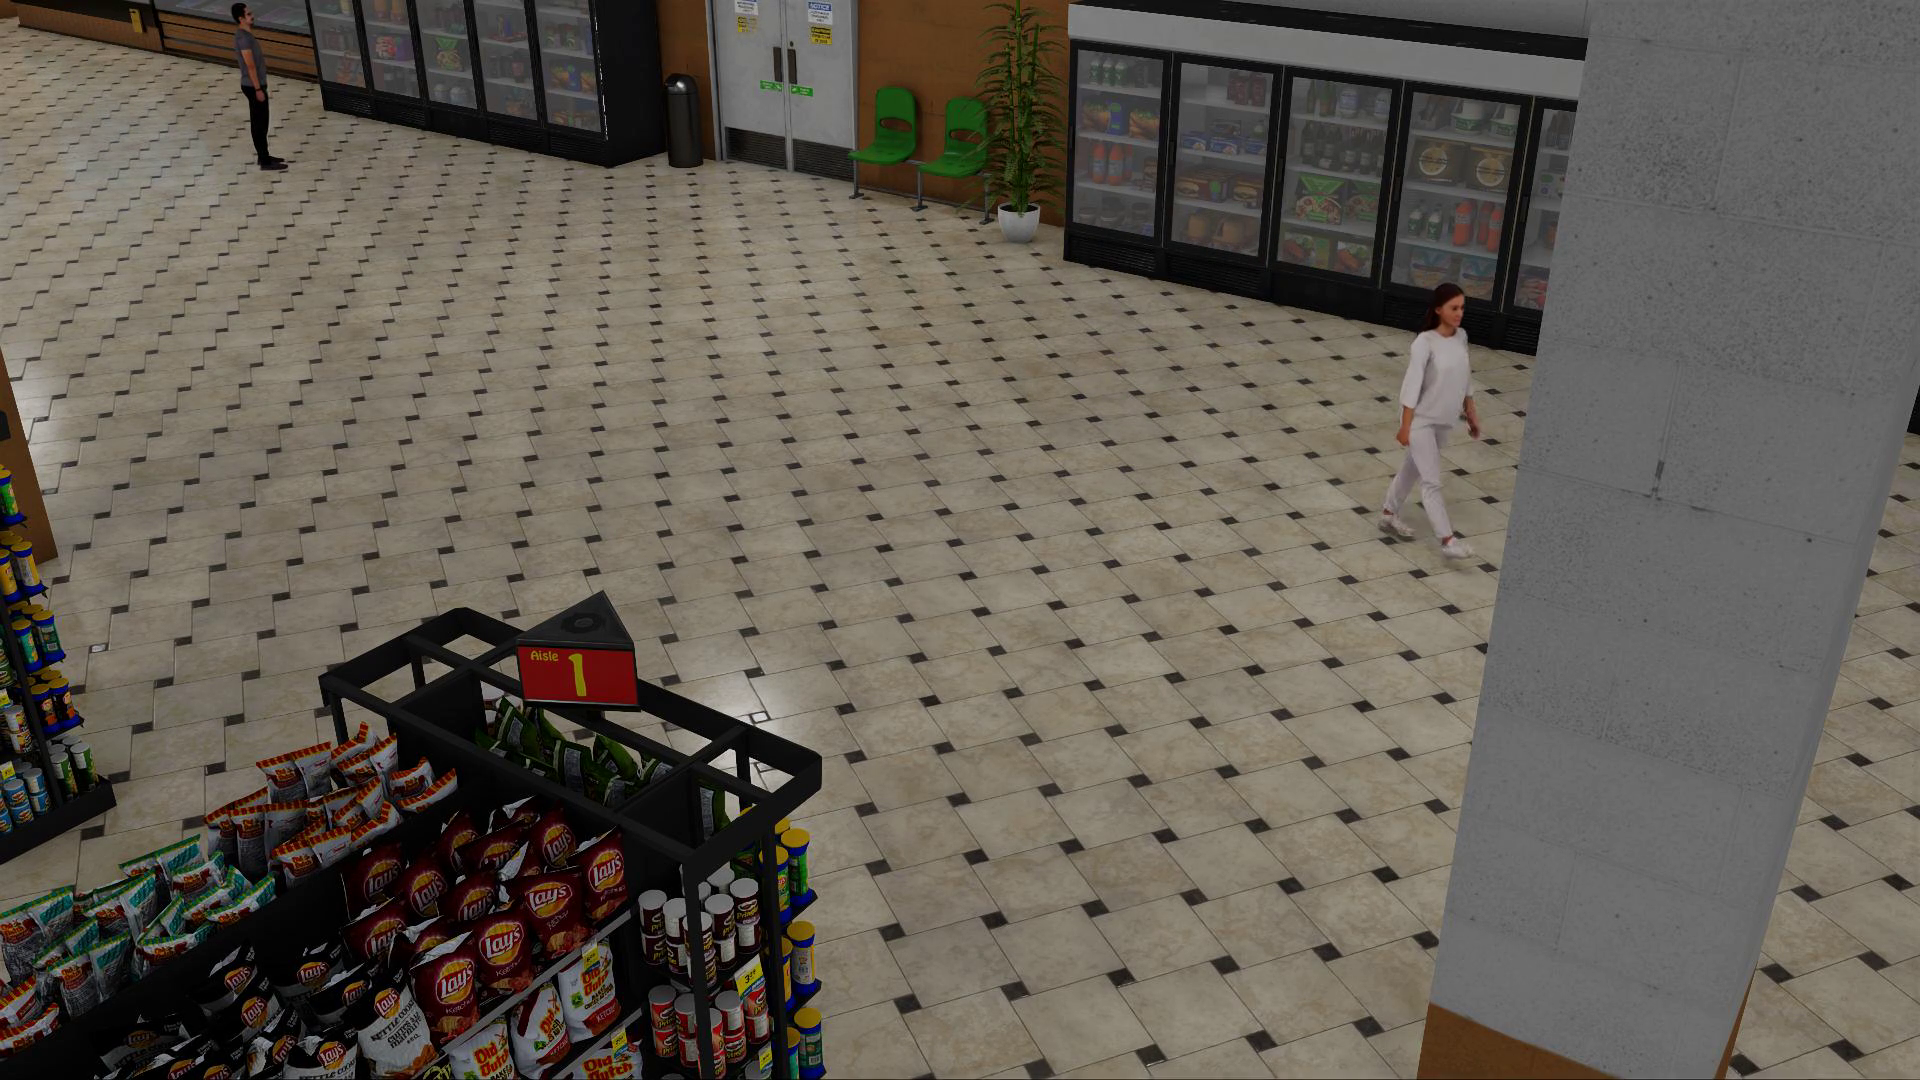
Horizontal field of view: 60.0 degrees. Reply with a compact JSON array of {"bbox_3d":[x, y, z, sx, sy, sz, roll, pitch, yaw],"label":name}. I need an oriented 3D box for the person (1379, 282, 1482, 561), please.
[{"bbox_3d":[2.751,-0.740,9.954,1.014,1.653,0.832,-21,34,-36],"label":"person"}]

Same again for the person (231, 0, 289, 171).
[{"bbox_3d":[-7.708,-4.957,18.157,0.715,1.754,0.706,-11,29,-21],"label":"person"}]
